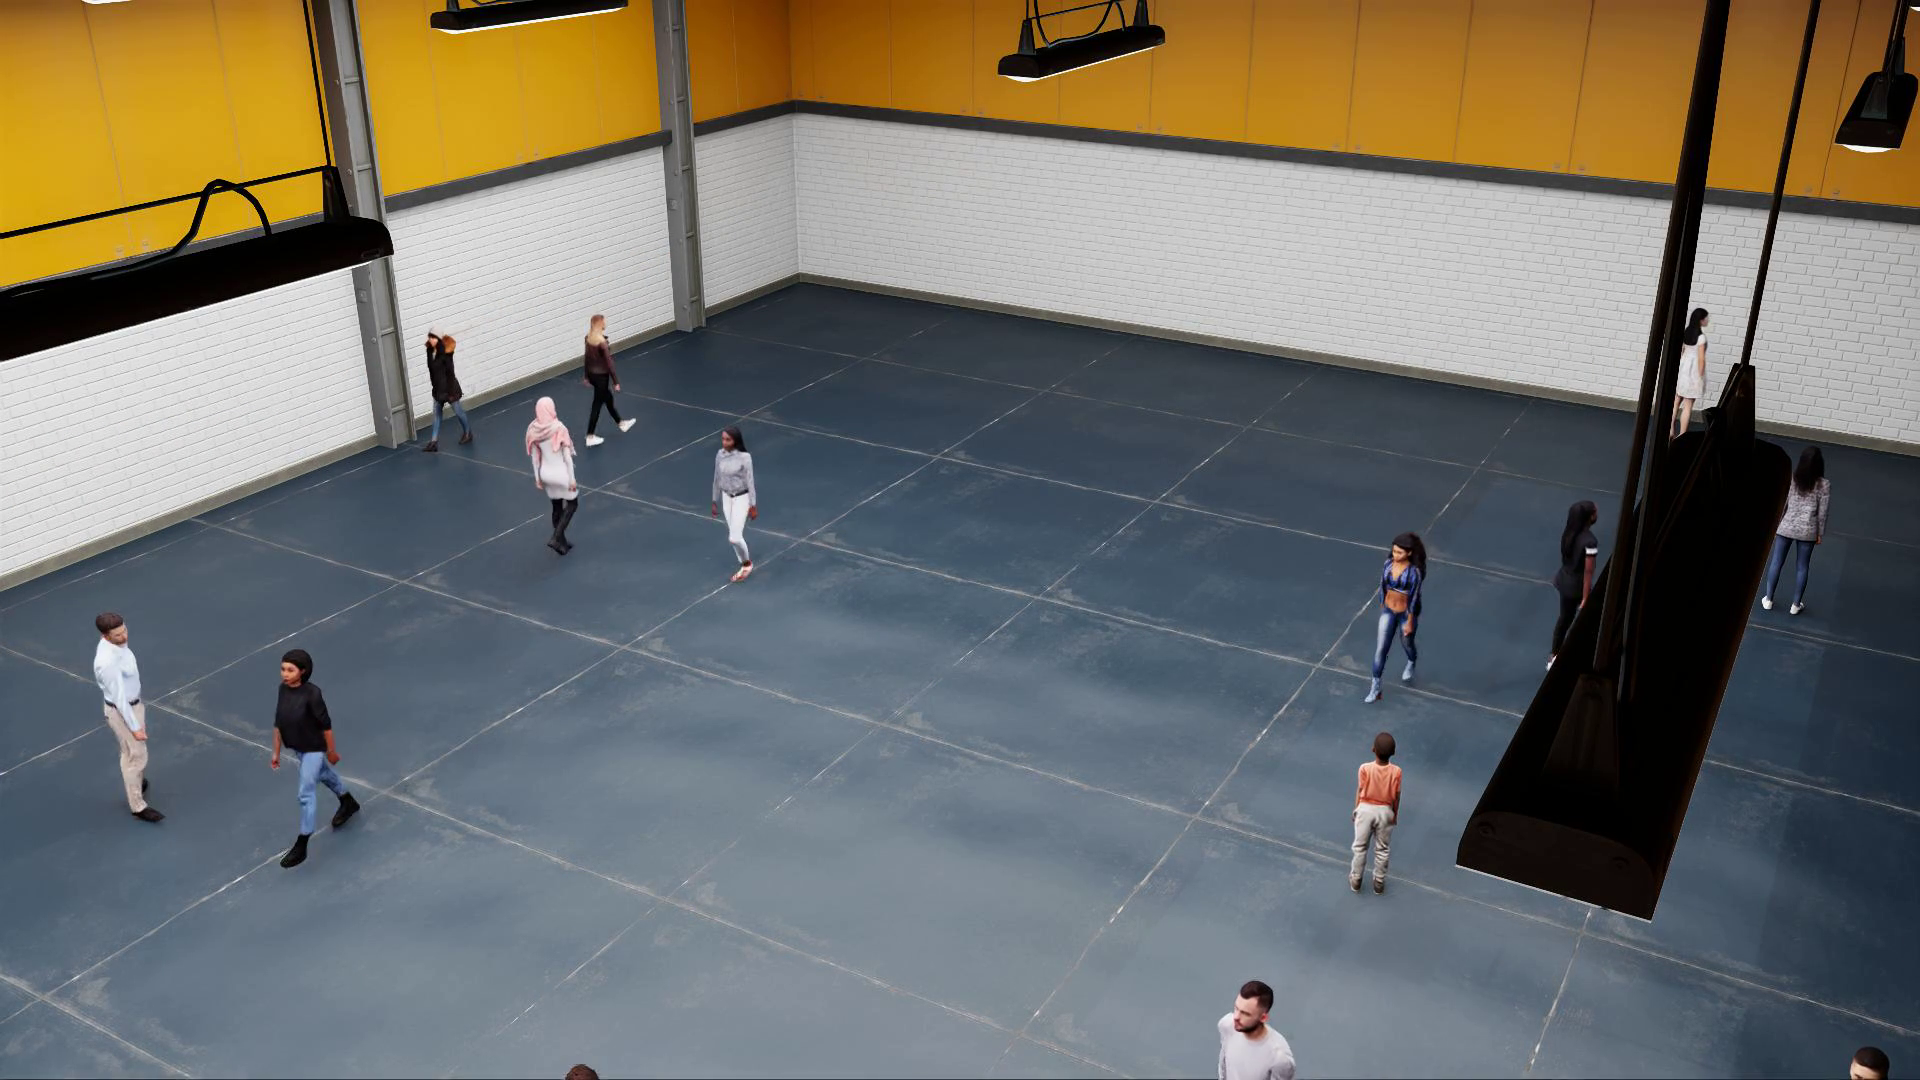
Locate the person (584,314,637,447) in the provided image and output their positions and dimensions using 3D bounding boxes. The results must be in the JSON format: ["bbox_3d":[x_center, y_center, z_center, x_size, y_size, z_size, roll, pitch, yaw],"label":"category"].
[{"bbox_3d":[-4.606,-1.981,20.931,1.110,1.667,0.843,-20,31,-38],"label":"person"}]

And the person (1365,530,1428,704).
[{"bbox_3d":[3.998,0.671,14.965,0.738,1.588,1.084,20,30,38],"label":"person"}]

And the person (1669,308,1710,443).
[{"bbox_3d":[9.179,-2.051,20.960,0.832,1.773,0.777,-8,25,-17],"label":"person"}]

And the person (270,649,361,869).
[{"bbox_3d":[-4.951,1.581,12.797,0.632,1.657,1.168,10,26,22],"label":"person"}]

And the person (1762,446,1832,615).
[{"bbox_3d":[8.340,-0.110,16.570,0.616,1.733,0.503,13,27,26],"label":"person"}]

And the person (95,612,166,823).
[{"bbox_3d":[-6.621,1.338,13.148,0.845,1.820,0.889,-18,29,-35],"label":"person"}]

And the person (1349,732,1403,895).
[{"bbox_3d":[3.059,2.009,12.250,0.537,1.310,0.563,3,24,8],"label":"person"}]

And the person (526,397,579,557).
[{"bbox_3d":[-4.325,-0.629,17.680,0.763,1.795,0.878,6,24,14],"label":"person"}]

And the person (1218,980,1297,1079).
[{"bbox_3d":[1.646,3.130,9.050,0.910,1.820,0.837,-20,31,-38],"label":"person"}]

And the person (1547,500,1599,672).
[{"bbox_3d":[5.589,0.457,15.291,0.824,1.719,0.765,-6,24,-14],"label":"person"}]

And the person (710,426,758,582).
[{"bbox_3d":[-2.256,-0.393,17.244,0.649,1.712,0.636,15,28,31],"label":"person"}]

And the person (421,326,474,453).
[{"bbox_3d":[-6.398,-1.906,20.858,0.680,1.589,1.046,11,26,23],"label":"person"}]
